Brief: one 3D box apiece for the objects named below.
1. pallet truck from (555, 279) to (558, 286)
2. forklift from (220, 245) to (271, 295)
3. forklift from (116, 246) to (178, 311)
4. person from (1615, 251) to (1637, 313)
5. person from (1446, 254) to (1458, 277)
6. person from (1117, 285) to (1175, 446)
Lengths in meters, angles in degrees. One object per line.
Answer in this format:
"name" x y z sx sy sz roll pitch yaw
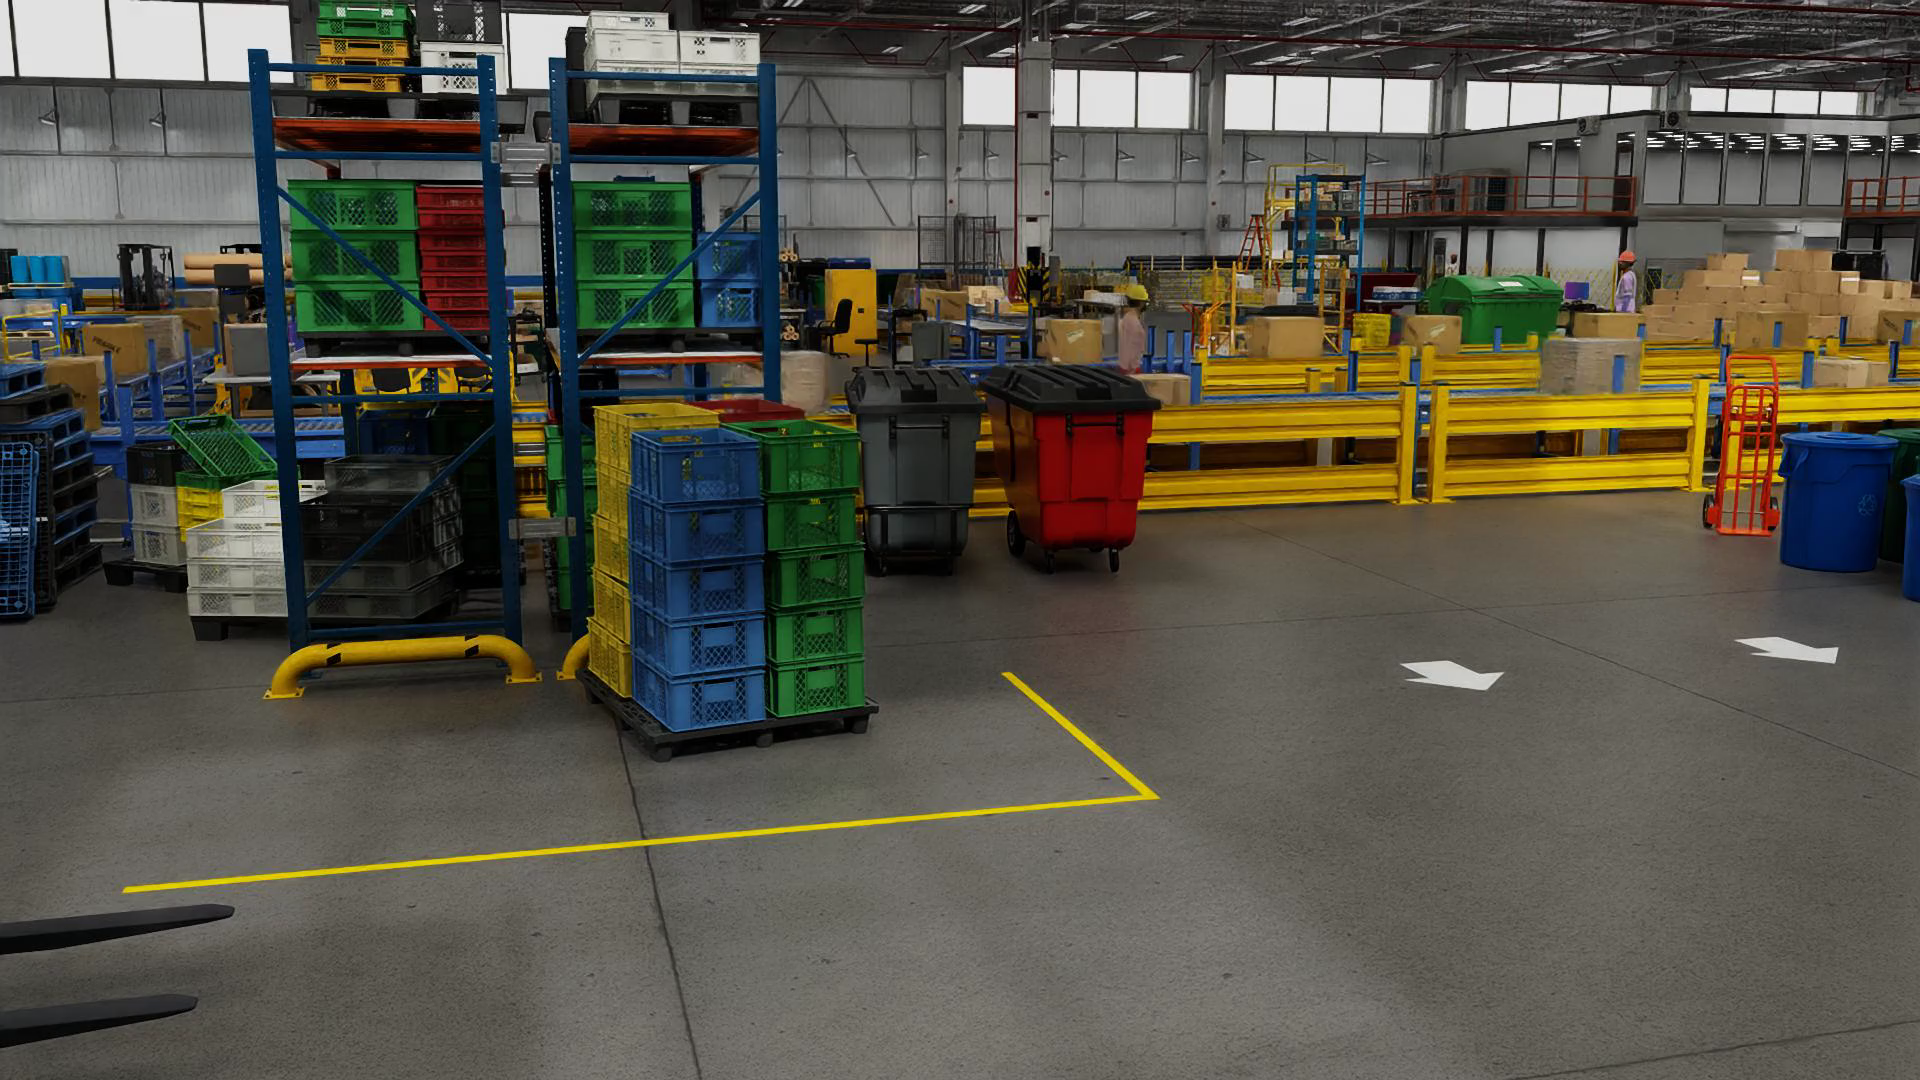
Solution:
"pallet truck" -10.604 -6.375 44.520 0.653 1.274 1.630 -3 10 -15
"forklift" -17.749 -6.334 41.440 1.157 1.987 2.680 -3 10 -17
"forklift" -19.966 -6.232 40.894 1.157 1.987 2.680 -3 10 -15
"person" 11.547 -3.998 28.953 0.370 2.047 0.612 4 11 23
"person" 15.918 -8.304 53.837 0.579 1.879 0.360 -9 13 -40
"person" 1.812 -1.849 17.708 0.893 1.725 0.533 -1 10 -7
